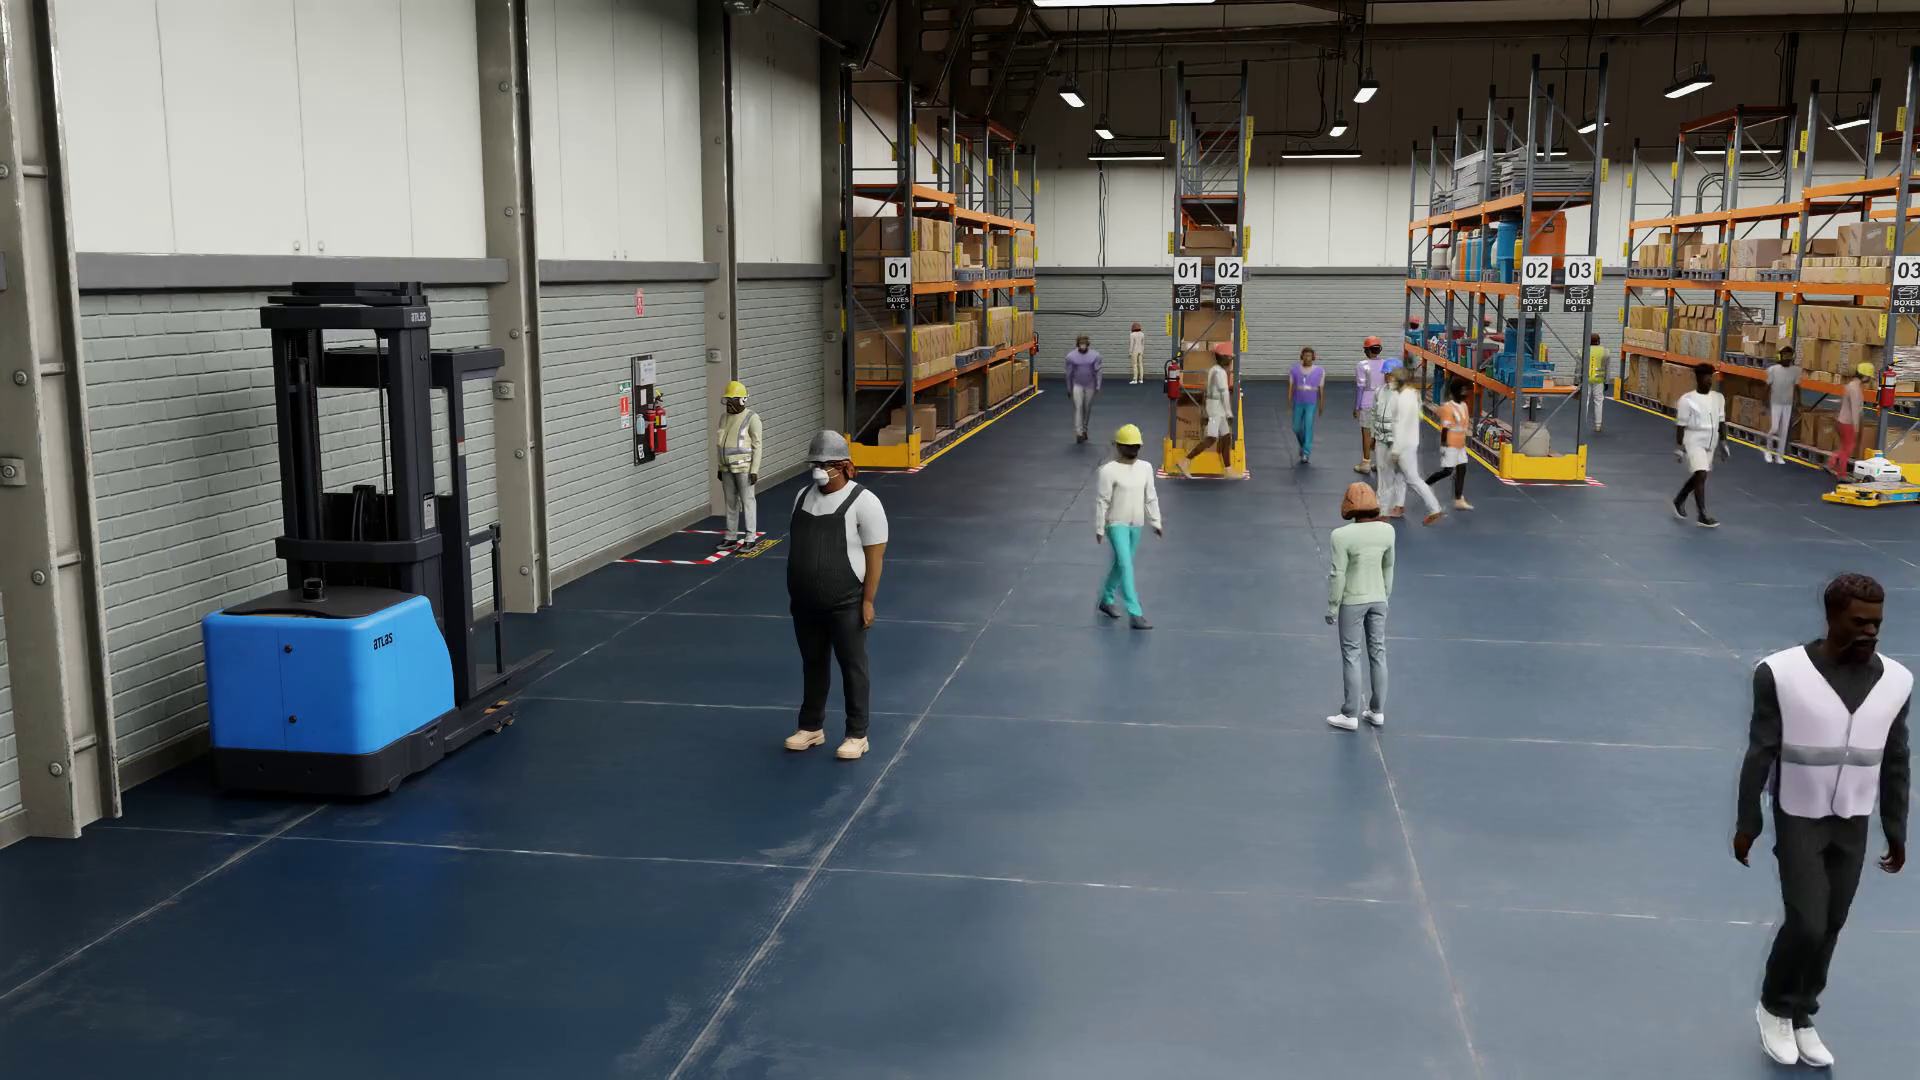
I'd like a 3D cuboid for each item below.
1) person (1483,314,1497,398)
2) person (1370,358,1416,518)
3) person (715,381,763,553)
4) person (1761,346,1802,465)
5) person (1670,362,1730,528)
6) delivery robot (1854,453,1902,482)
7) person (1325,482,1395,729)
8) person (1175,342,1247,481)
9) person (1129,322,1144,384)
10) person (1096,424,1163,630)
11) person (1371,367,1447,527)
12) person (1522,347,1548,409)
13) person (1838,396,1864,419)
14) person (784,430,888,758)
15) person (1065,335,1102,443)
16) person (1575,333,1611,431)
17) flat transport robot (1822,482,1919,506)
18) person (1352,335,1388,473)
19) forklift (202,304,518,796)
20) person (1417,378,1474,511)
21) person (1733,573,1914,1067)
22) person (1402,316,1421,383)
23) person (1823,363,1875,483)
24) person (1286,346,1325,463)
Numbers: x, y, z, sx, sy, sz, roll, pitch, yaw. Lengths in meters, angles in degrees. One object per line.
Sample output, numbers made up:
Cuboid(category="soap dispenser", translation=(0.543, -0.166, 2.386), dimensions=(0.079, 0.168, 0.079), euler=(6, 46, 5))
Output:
Cuboid(category="person", translation=(12.359, -4.309, 39.101), dimensions=(0.658, 1.984, 0.456), euler=(3, 10, 15))
Cuboid(category="person", translation=(5.288, -1.259, 20.414), dimensions=(0.390, 1.946, 0.614), euler=(-7, 12, -38))
Cuboid(category="person", translation=(-2.396, -0.786, 17.852), dimensions=(0.586, 1.833, 0.403), euler=(6, 11, 35))
Cuboid(category="person", translation=(12.801, -2.098, 25.884), dimensions=(0.536, 1.849, 0.437), euler=(1, 9, 7))
Cuboid(category="person", translation=(8.816, -1.166, 19.884), dimensions=(0.601, 1.937, 0.937), euler=(-3, 10, -18))
Cuboid(category="delivery robot", translation=(12.460, -0.940, 22.578), dimensions=(0.477, 0.478, 0.707), euler=(1, 9, 4))
Cuboid(category="person", translation=(2.634, 0.428, 10.975), dimensions=(0.500, 1.633, 0.289), euler=(-4, 10, -22))
Cuboid(category="person", translation=(3.604, -1.838, 23.826), dimensions=(0.974, 2.012, 0.606), euler=(0, 9, 3))
Cuboid(category="person", translation=(4.697, -4.976, 44.309), dimensions=(0.504, 1.631, 0.280), euler=(-7, 11, -36))
Cuboid(category="person", translation=(1.420, -0.134, 14.191), dimensions=(0.529, 1.721, 0.905), euler=(-6, 11, -32))
Cuboid(category="person", translation=(5.300, -1.103, 19.646), dimensions=(0.987, 1.899, 0.644), euler=(3, 10, 16))
Cuboid(category="person", translation=(12.556, -3.679, 36.296), dimensions=(0.521, 1.636, 0.311), euler=(7, 12, 38))
Cuboid(category="person", translation=(17.485, -3.102, 32.538), dimensions=(0.485, 1.702, 0.881), euler=(2, 9, 12))
Cuboid(category="person", translation=(-0.819, 0.353, 10.319), dimensions=(0.676, 2.000, 0.536), euler=(6, 11, 31))
Cuboid(category="person", translation=(2.183, -2.692, 29.459), dimensions=(0.633, 1.893, 1.013), euler=(-1, 9, -3))
Cuboid(category="person", translation=(11.890, -2.970, 31.303), dimensions=(0.634, 1.840, 0.429), euler=(2, 9, 13))
Cuboid(category="flat transport robot", translation=(12.058, -0.612, 21.713), dimensions=(1.431, 0.197, 0.652), euler=(-4, 10, -21))
Cuboid(category="person", translation=(6.147, -2.037, 24.919), dimensions=(0.615, 2.041, 0.392), euler=(-4, 10, -23))
Cuboid(category="forklift", translation=(-3.673, -0.038, 10.147), dimensions=(1.129, 2.768, 1.873), euler=(1, 9, 9))
Cuboid(category="person", translation=(6.163, -1.218, 21.013), dimensions=(0.659, 1.670, 0.533), euler=(9, 13, 43))
Cuboid(category="person", translation=(3.255, 1.060, 6.251), dimensions=(0.637, 1.898, 0.480), euler=(-1, 9, -5))
Cuboid(category="person", translation=(10.930, -4.532, 40.714), dimensions=(0.675, 1.912, 0.562), euler=(-1, 9, -4))
Cuboid(category="person", translation=(12.628, -1.656, 23.540), dimensions=(0.485, 1.720, 0.576), euler=(4, 10, 24))
Cuboid(category="person", translation=(5.475, -2.159, 26.328), dimensions=(0.585, 1.828, 0.624), euler=(4, 10, 23))
